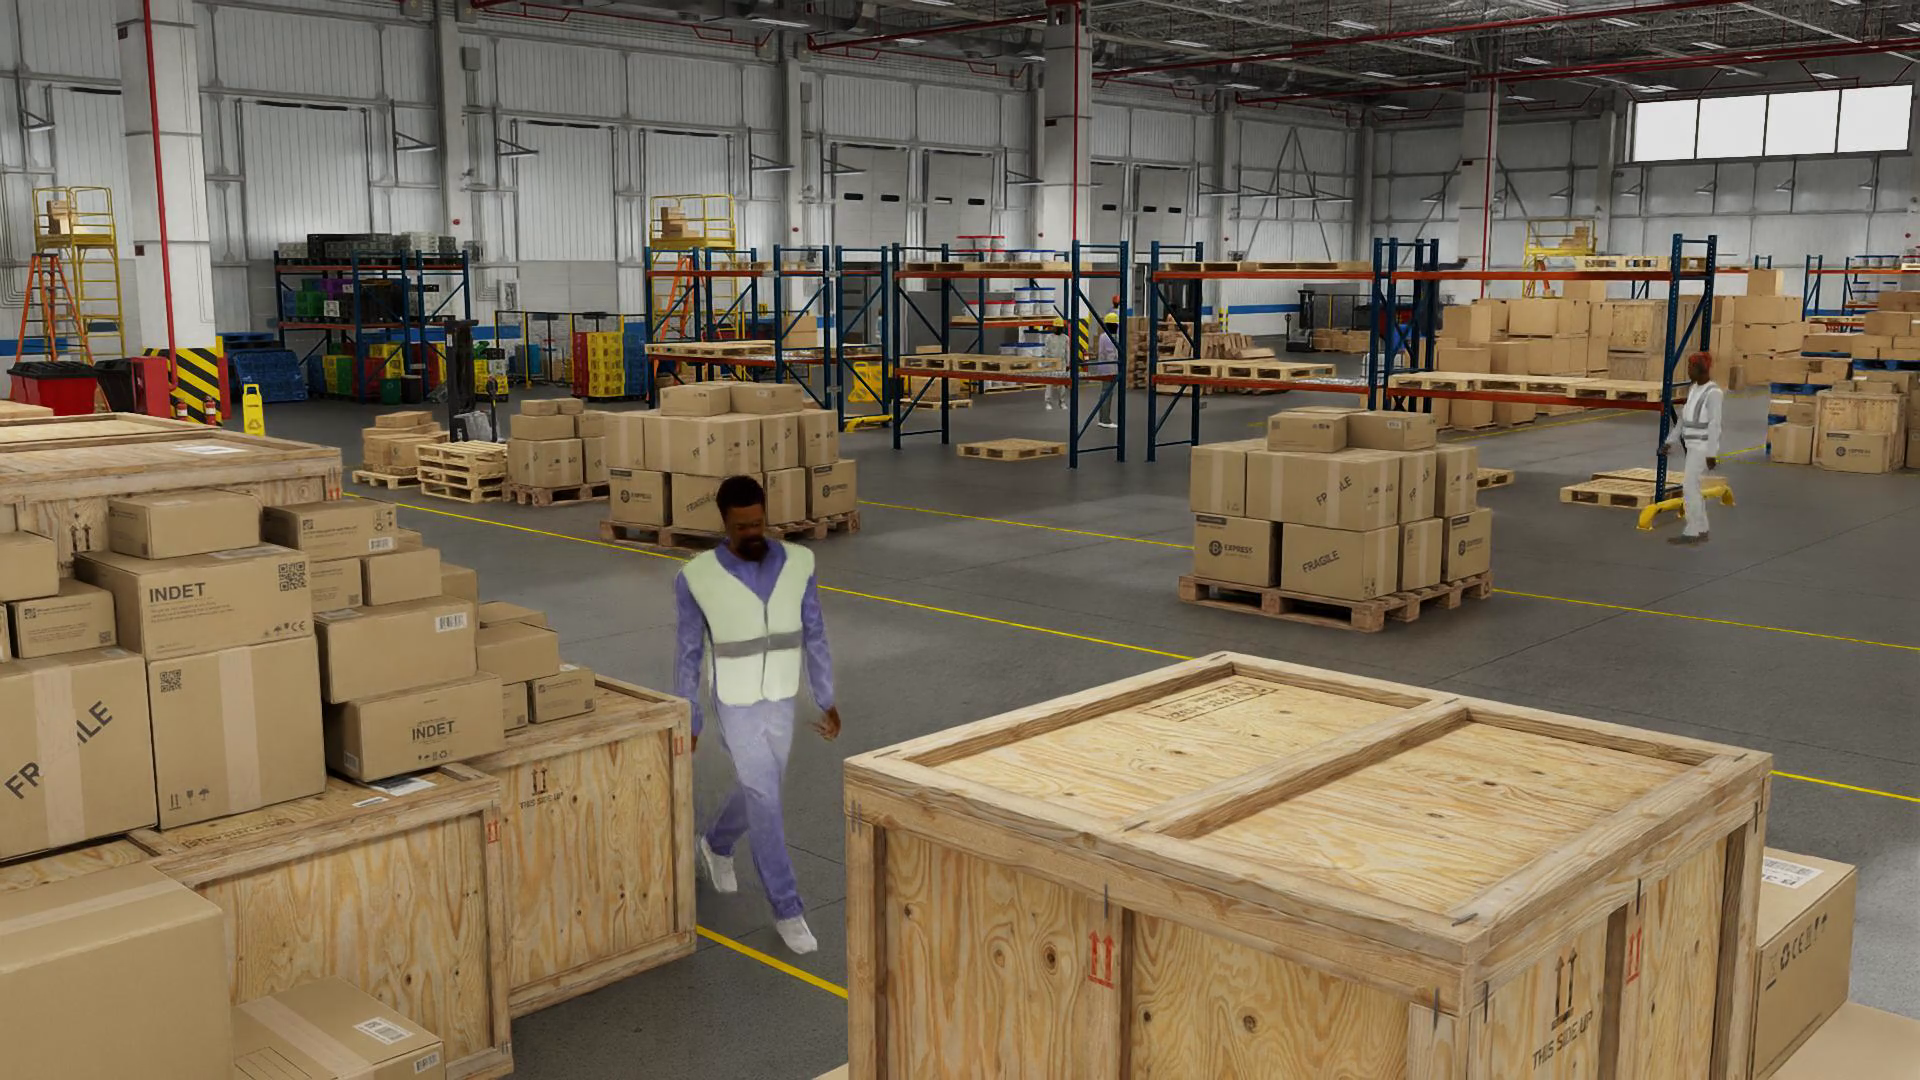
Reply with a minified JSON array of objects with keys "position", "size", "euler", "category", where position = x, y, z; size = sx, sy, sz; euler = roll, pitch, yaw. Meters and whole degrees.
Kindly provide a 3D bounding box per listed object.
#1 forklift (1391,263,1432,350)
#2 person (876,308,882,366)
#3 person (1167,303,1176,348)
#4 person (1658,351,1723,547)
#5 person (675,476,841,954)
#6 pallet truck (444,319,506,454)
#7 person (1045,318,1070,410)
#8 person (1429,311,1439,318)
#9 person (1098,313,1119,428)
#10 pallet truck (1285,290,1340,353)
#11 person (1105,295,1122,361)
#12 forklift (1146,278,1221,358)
[{"position":[13.073,-6.422,46.918],"size":[1.873,2.768,1.129],"euler":[3,10,15],"category":"forklift"},{"position":[-2.089,-5.365,44.262],"size":[0.314,1.633,0.517],"euler":[0,9,2],"category":"person"},{"position":[5.946,-5.798,46.714],"size":[0.317,1.696,0.539],"euler":[0,9,2],"category":"person"},{"position":[7.059,-0.882,16.054],"size":[0.544,1.860,0.591],"euler":[1,9,8],"category":"person"},{"position":[-0.858,0.640,6.740],"size":[0.624,1.865,0.954],"euler":[-7,11,-35],"category":"person"},{"position":[-6.981,-1.942,22.150],"size":[1.885,1.965,0.823],"euler":[1,9,9],"category":"pallet truck"},{"position":[1.837,-3.320,31.420],"size":[0.482,1.735,0.347],"euler":[-2,9,-12],"category":"person"},{"position":[13.881,-6.350,49.452],"size":[0.658,1.902,0.881],"euler":[4,10,23],"category":"person"},{"position":[2.511,-2.836,27.852],"size":[0.372,1.923,0.594],"euler":[-1,9,-6],"category":"person"},{"position":[11.297,-6.951,52.861],"size":[1.885,1.965,0.823],"euler":[-5,11,-29],"category":"pallet truck"},{"position":[4.268,-5.753,45.687],"size":[0.545,1.943,0.347],"euler":[0,9,-1],"category":"person"},{"position":[6.364,-6.425,46.939],"size":[1.873,2.768,1.129],"euler":[9,13,43],"category":"forklift"}]
